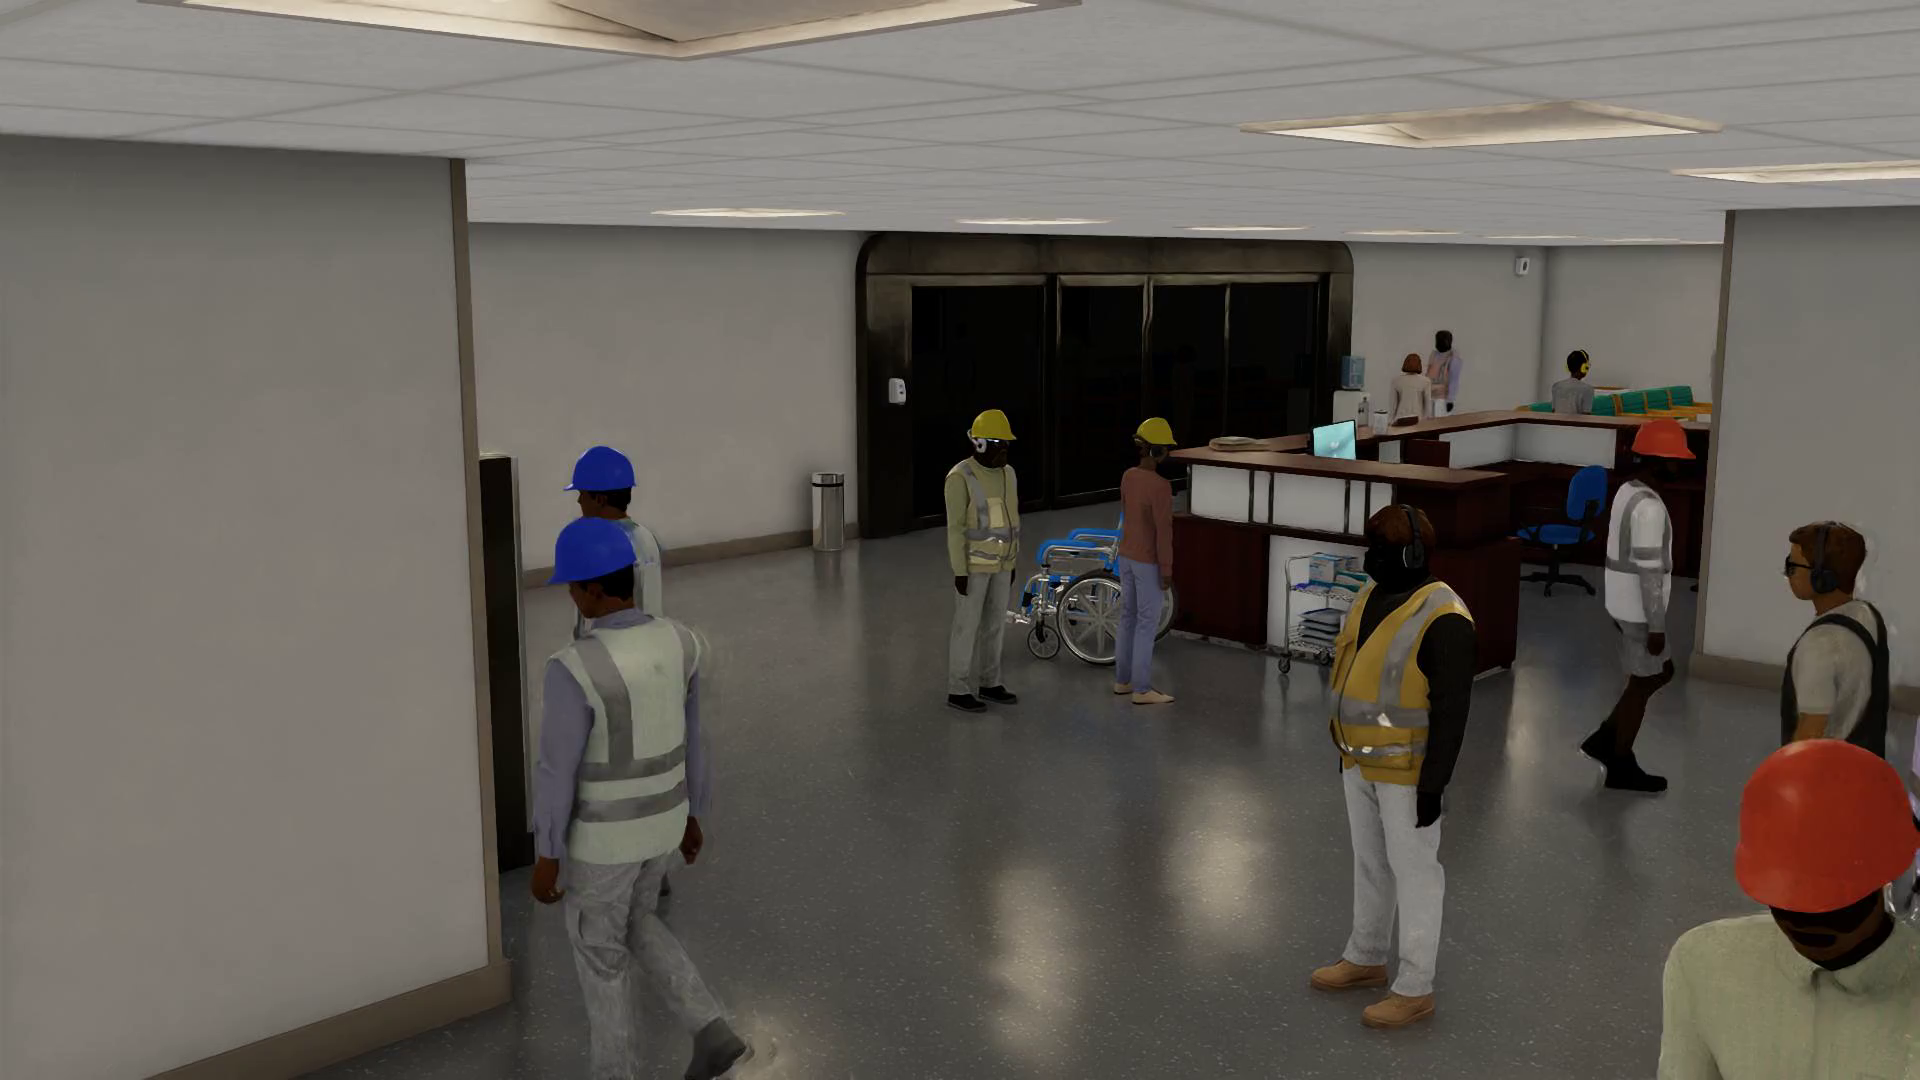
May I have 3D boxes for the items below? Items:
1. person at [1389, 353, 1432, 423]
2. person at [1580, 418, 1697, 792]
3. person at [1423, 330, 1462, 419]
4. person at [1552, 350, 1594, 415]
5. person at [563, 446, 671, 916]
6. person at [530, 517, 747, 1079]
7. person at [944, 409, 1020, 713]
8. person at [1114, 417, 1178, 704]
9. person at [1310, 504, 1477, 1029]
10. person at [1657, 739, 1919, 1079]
[{"bbox_3d":[5.492,-1.458,20.296,0.507,1.633,0.276,4,10,21],"label":"person"},{"bbox_3d":[3.479,0.338,8.415,0.410,1.913,0.569,2,9,11],"label":"person"},{"bbox_3d":[6.570,-1.955,22.734,0.535,1.830,0.677,-3,10,-16],"label":"person"},{"bbox_3d":[6.075,-0.956,16.548,0.330,1.861,0.505,-6,11,-31],"label":"person"},{"bbox_3d":[-1.397,0.586,6.796,0.406,1.945,0.614,1,9,6],"label":"person"},{"bbox_3d":[-1.006,0.879,5.099,0.524,1.919,0.612,5,10,27],"label":"person"},{"bbox_3d":[0.160,0.127,10.015,0.403,1.827,0.590,8,12,41],"label":"person"},{"bbox_3d":[1.157,0.125,10.215,0.339,1.757,0.518,-4,10,-25],"label":"person"},{"bbox_3d":[1.522,0.788,5.890,0.429,1.845,0.621,-3,10,-18],"label":"person"},{"bbox_3d":[1.452,1.254,2.674,0.666,1.960,0.659,-8,12,-41],"label":"person"}]
